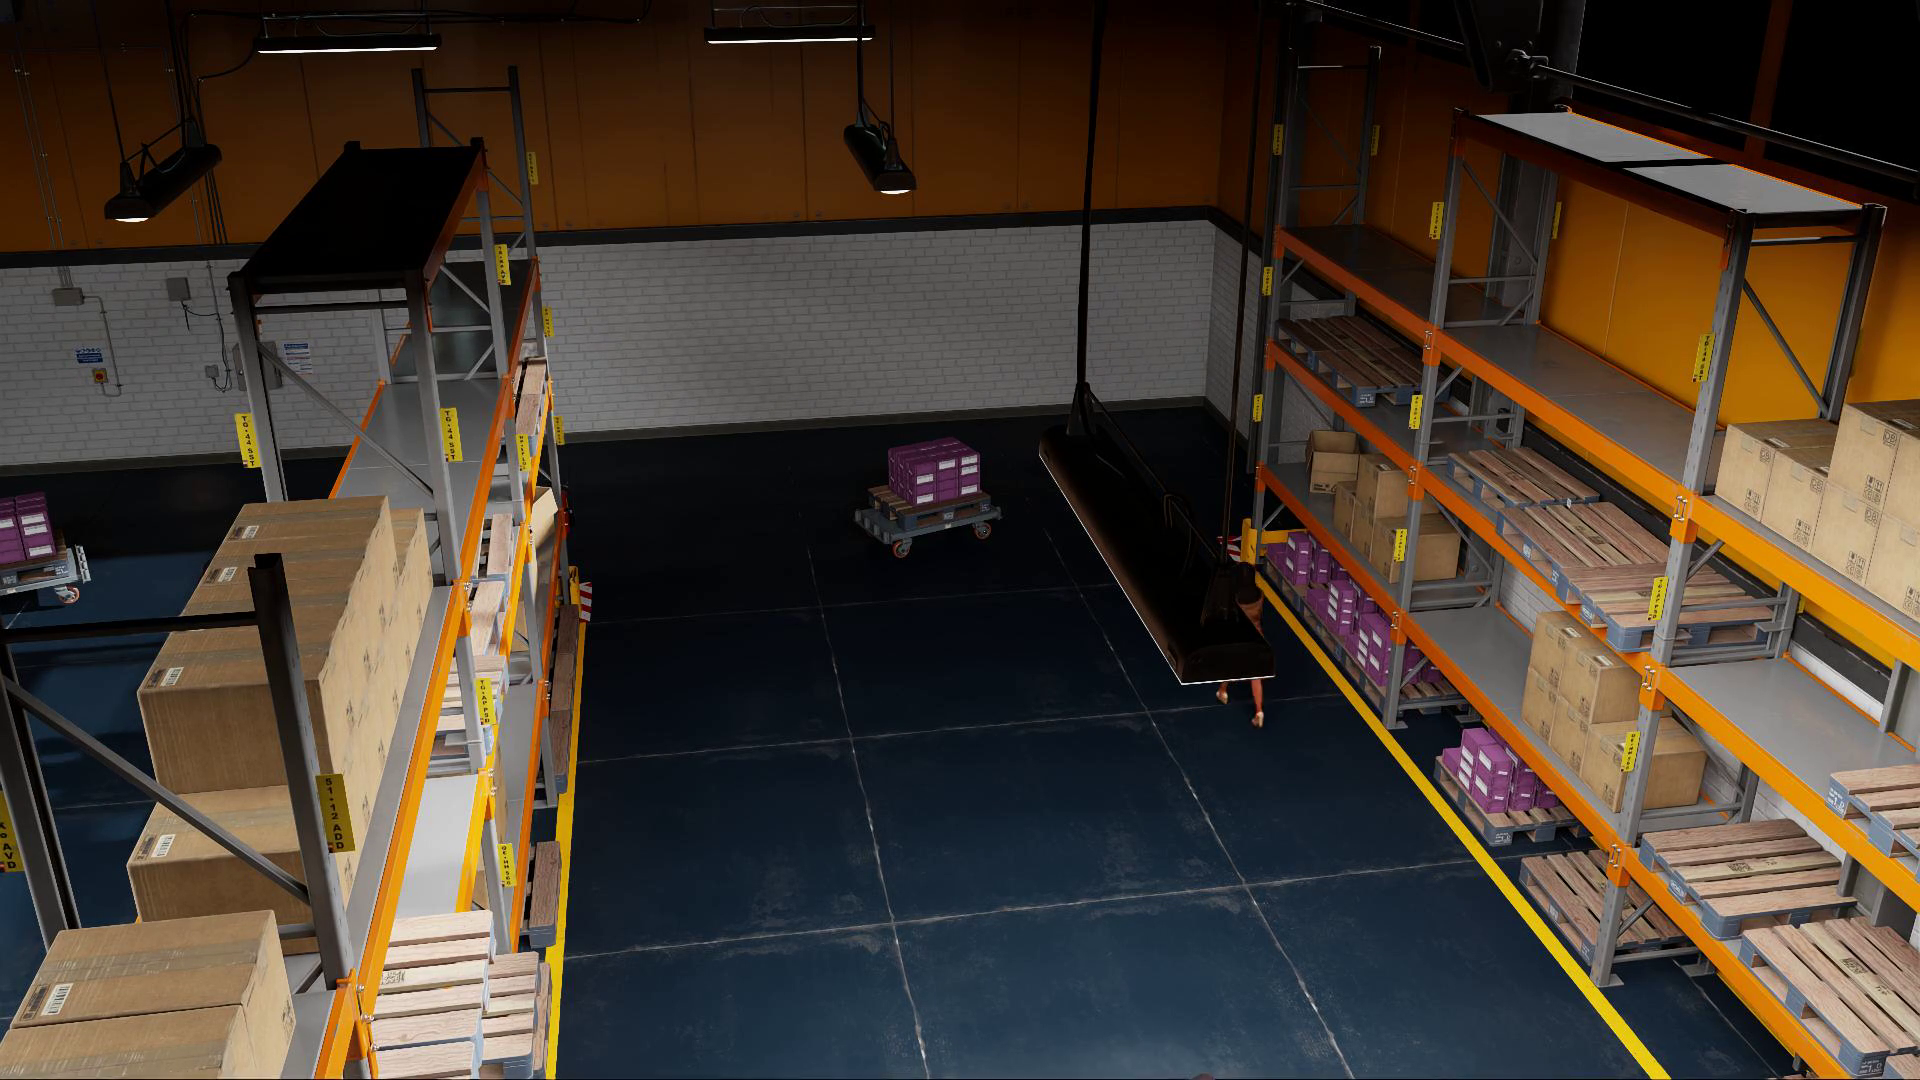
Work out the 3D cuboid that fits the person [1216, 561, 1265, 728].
[{"bbox_3d":[2.823,1.043,16.240,0.608,1.652,1.071,-6,24,-13],"label":"person"}]
